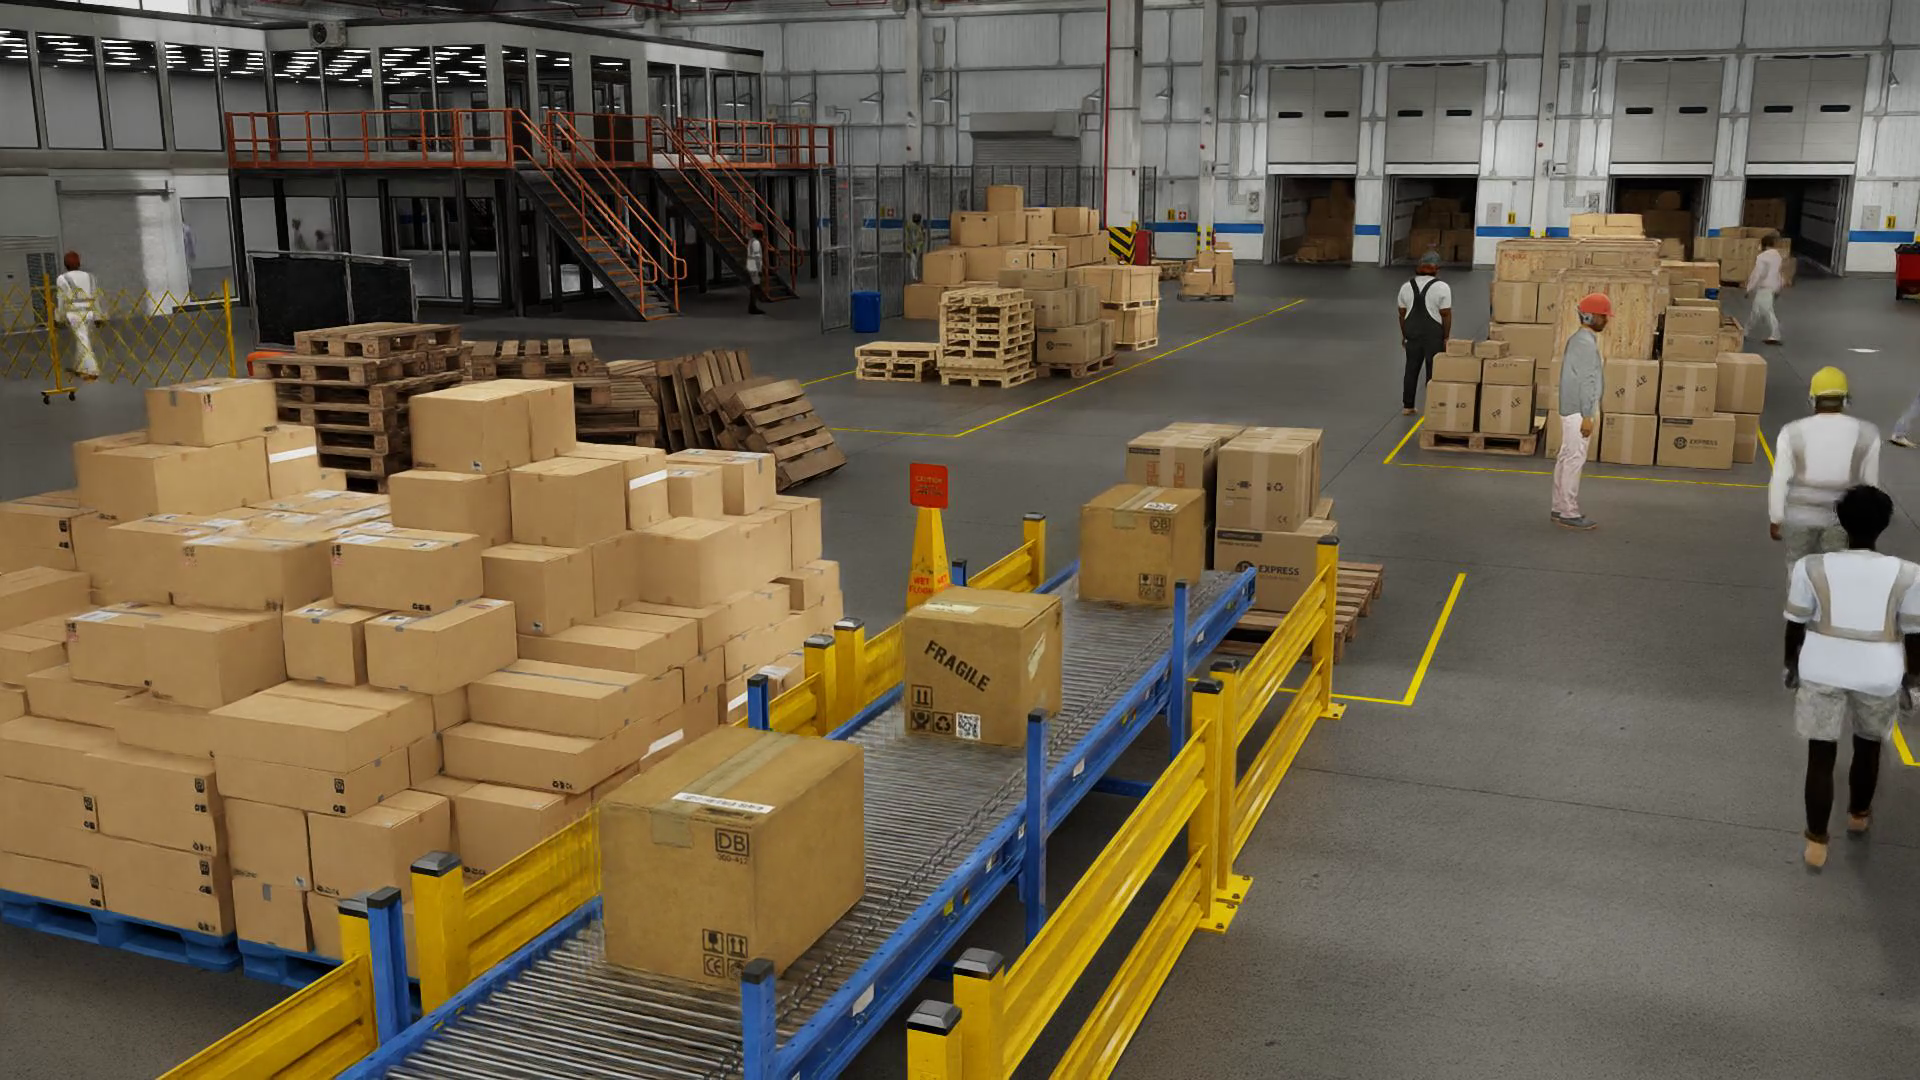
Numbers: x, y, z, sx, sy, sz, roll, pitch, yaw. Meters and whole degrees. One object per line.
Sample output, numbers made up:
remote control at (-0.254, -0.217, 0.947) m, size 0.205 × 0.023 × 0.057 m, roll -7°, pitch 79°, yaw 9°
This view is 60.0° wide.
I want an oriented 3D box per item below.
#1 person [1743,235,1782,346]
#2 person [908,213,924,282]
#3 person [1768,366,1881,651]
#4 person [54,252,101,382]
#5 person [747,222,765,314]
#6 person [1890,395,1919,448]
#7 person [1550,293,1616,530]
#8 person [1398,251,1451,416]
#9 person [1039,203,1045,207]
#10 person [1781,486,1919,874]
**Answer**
person at (13.909, -4.344, 28.915) m, size 0.655 × 1.883 × 1.004 m, roll -10°, pitch 16°, yaw -37°
person at (-1.183, -7.910, 45.034) m, size 0.429 × 1.838 × 0.621 m, roll 1°, pitch 13°, yaw 6°
person at (5.339, -0.164, 10.320) m, size 0.615 × 1.816 × 0.538 m, roll 5°, pitch 14°, yaw 21°
person at (-12.738, -3.196, 23.866) m, size 0.917 × 1.847 × 0.580 m, roll 5°, pitch 13°, yaw 20°
person at (-4.272, -5.702, 34.953) m, size 0.402 × 1.923 × 0.554 m, roll -3°, pitch 13°, yaw -15°
person at (10.600, -1.799, 17.899) m, size 0.958 × 1.713 × 0.527 m, roll 8°, pitch 15°, yaw 32°
person at (5.272, -1.090, 14.091) m, size 0.396 × 1.988 × 0.614 m, roll 2°, pitch 13°, yaw 9°
person at (5.739, -2.526, 20.414) m, size 0.675 × 2.000 × 0.536 m, roll 12°, pitch 17°, yaw 42°
person at (2.668, -9.914, 53.771) m, size 0.605 × 1.946 × 0.395 m, roll 0°, pitch 13°, yaw 1°
person at (3.908, 0.580, 7.324) m, size 0.558 × 1.662 × 0.815 m, roll 6°, pitch 14°, yaw 25°
